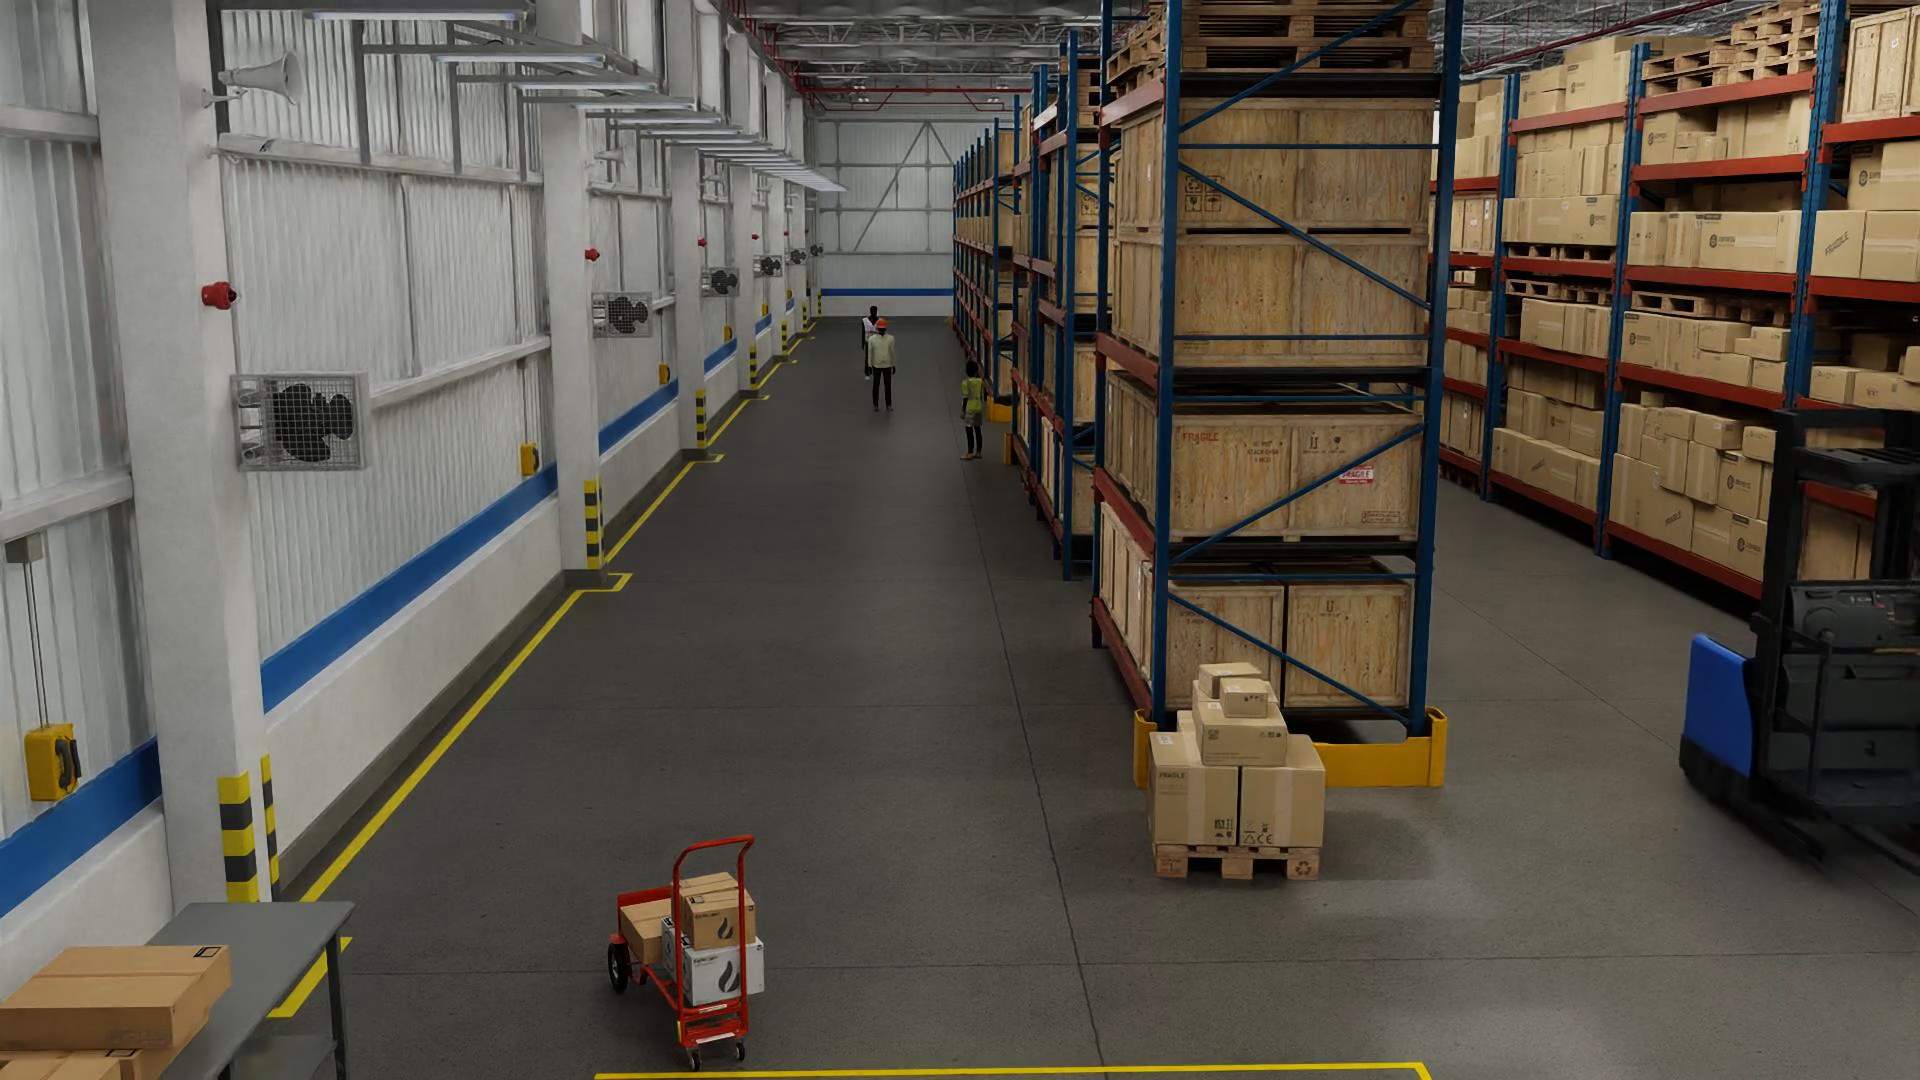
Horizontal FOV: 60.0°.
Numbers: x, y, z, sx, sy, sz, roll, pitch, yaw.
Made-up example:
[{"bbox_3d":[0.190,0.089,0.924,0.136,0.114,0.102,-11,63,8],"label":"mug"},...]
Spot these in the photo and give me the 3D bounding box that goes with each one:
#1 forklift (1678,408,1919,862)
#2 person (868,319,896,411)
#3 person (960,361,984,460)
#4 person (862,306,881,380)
[{"bbox_3d":[5.855,0.509,11.201,1.129,2.768,1.873,0,11,-2],"label":"forklift"},{"bbox_3d":[-1.668,-3.754,35.722,0.618,1.986,0.407,-3,11,-16],"label":"person"},{"bbox_3d":[0.202,-2.212,28.446,0.316,1.696,0.541,8,14,37],"label":"person"},{"bbox_3d":[-2.232,-5.056,42.708,0.598,1.906,0.413,-2,11,-11],"label":"person"}]
